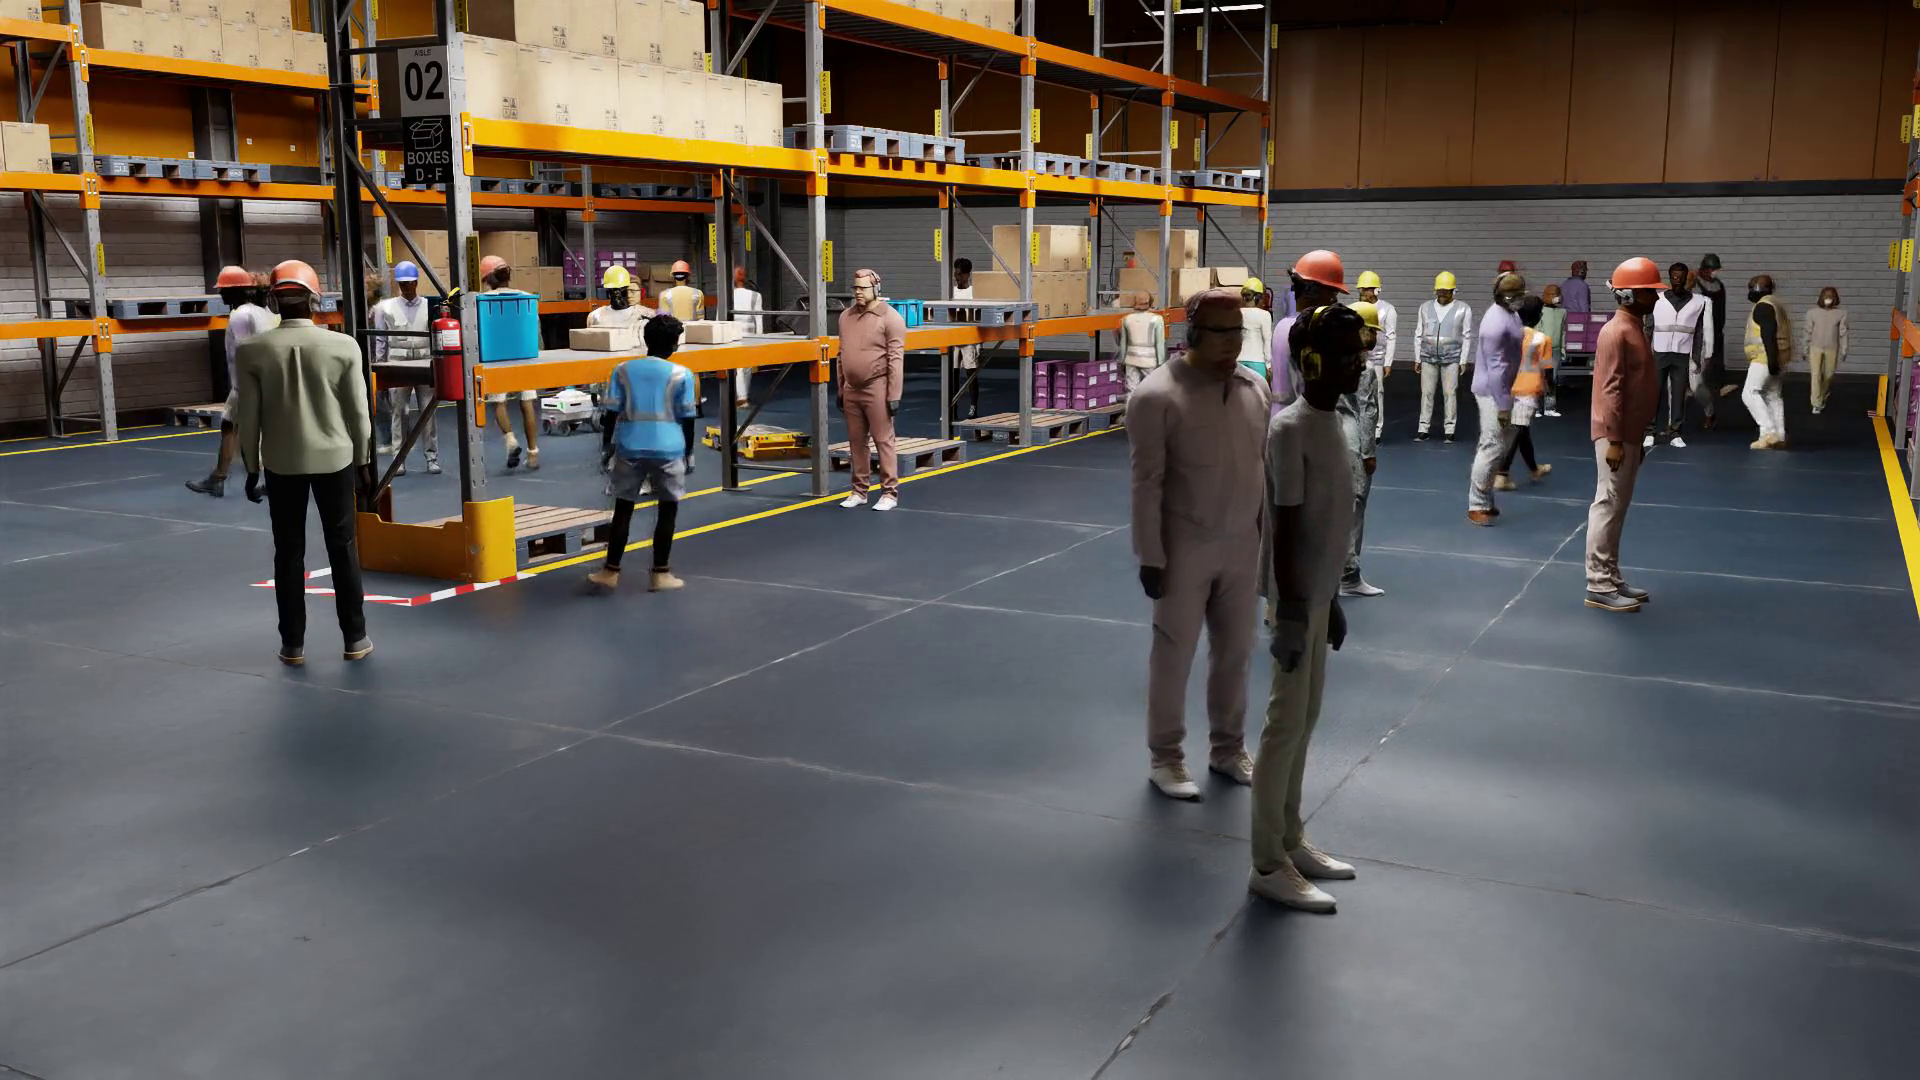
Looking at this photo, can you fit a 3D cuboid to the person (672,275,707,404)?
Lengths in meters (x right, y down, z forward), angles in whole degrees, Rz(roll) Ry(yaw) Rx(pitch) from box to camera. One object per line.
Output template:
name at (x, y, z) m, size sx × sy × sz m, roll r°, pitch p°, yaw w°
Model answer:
person at (-3.769, -2.644, 21.788) m, size 0.595 × 1.863 × 1.063 m, roll 8°, pitch 12°, yaw 37°

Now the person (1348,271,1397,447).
person at (4.241, -1.883, 17.376) m, size 0.600 × 1.832 × 0.404 m, roll 8°, pitch 13°, yaw 39°

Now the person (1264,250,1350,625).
person at (1.844, -0.508, 8.838) m, size 0.391 × 2.034 × 0.605 m, roll -1°, pitch 10°, yaw -7°

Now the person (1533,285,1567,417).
person at (7.272, -2.331, 20.546) m, size 0.507 × 1.632 × 0.272 m, roll -4°, pitch 10°, yaw -20°

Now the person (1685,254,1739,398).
person at (10.452, -2.991, 23.193) m, size 0.703 × 2.000 × 0.974 m, roll -3°, pitch 10°, yaw -14°

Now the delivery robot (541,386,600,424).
delivery robot at (-4.351, -1.502, 18.598) m, size 0.477 × 0.478 × 0.707 m, roll 5°, pitch 11°, yaw 26°

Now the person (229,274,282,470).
person at (-6.502, -1.560, 15.533) m, size 0.429 × 1.830 × 0.639 m, roll 2°, pitch 10°, yaw 14°

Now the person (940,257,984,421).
person at (0.026, -2.386, 19.902) m, size 0.607 × 1.966 × 0.367 m, roll 5°, pitch 11°, yaw 26°

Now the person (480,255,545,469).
person at (-4.167, -1.634, 15.461) m, size 0.709 × 2.001 × 0.572 m, roll -4°, pitch 11°, yaw -21°

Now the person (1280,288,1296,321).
person at (4.665, -2.872, 22.949) m, size 0.559 × 1.895 × 0.976 m, roll 5°, pitch 11°, yaw 25°

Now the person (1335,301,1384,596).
person at (2.333, -0.539, 9.870) m, size 0.304 × 1.739 × 0.485 m, roll -3°, pitch 10°, yaw -18°

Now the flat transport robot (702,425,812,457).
flat transport robot at (-2.069, -1.021, 16.905) m, size 0.652 × 0.197 × 1.431 m, roll -5°, pitch 11°, yaw -28°

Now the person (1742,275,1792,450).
person at (8.309, -1.818, 17.133) m, size 0.548 × 1.795 × 0.659 m, roll 8°, pitch 12°, yaw 38°

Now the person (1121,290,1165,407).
person at (2.018, -1.905, 18.109) m, size 0.546 × 1.609 × 0.700 m, roll 5°, pitch 11°, yaw 27°

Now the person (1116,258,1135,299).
person at (2.666, -3.317, 25.396) m, size 0.659 × 1.946 × 0.869 m, roll -9°, pitch 13°, yaw -42°

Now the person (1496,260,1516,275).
person at (8.842, -3.533, 26.699) m, size 0.655 × 1.921 × 0.547 m, roll 5°, pitch 11°, yaw 26°

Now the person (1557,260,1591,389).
person at (9.182, -3.202, 24.798) m, size 0.401 × 1.910 × 0.642 m, roll -2°, pitch 10°, yaw -12°

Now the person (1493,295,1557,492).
person at (4.879, -1.253, 14.210) m, size 0.863 × 1.652 × 0.552 m, roll -6°, pitch 11°, yaw -29°

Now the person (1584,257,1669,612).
person at (3.784, -0.601, 9.487) m, size 0.375 × 1.995 × 0.611 m, roll 6°, pitch 11°, yaw 31°

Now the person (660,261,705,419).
person at (-3.378, -2.436, 20.306) m, size 0.543 × 1.927 × 0.375 m, roll -2°, pitch 10°, yaw -13°

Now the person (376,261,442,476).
person at (-4.991, -1.557, 15.157) m, size 0.616 × 1.945 × 0.399 m, roll -4°, pitch 11°, yaw -22°

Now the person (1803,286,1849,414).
person at (10.979, -2.417, 21.120) m, size 0.504 × 1.612 × 0.704 m, roll 4°, pitch 11°, yaw 23°

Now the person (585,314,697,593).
person at (-1.895, -0.507, 9.917) m, size 0.676 × 1.663 × 0.404 m, roll 1°, pitch 10°, yaw 5°

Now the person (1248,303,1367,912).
person at (1.102, 0.199, 5.219) m, size 0.331 × 1.872 × 0.513 m, roll 5°, pitch 11°, yaw 27°

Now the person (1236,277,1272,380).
person at (3.031, -1.844, 17.344) m, size 0.522 × 1.769 × 0.311 m, roll 8°, pitch 13°, yaw 38°

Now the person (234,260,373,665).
person at (-3.218, -0.375, 8.205) m, size 0.611 × 1.985 × 0.393 m, roll -3°, pitch 10°, yaw -19°

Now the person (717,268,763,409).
person at (-2.872, -2.631, 21.765) m, size 0.583 × 1.842 × 1.002 m, roll -2°, pitch 10°, yaw -13°

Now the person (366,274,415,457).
person at (-5.750, -1.738, 16.612) m, size 0.627 × 1.810 × 0.620 m, roll -6°, pitch 12°, yaw -32°

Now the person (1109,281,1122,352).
person at (2.436, -2.988, 24.453) m, size 0.596 × 1.602 × 0.364 m, roll -6°, pitch 11°, yaw -30°

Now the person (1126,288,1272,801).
person at (0.927, 0.017, 6.207) m, size 0.648 × 1.898 × 0.398 m, roll -6°, pitch 11°, yaw -30°

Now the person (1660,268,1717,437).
person at (8.126, -2.078, 18.438) m, size 0.826 × 1.859 × 0.636 m, roll -6°, pitch 12°, yaw -33°

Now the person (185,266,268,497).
person at (-6.044, -1.300, 13.780) m, size 0.875 × 1.905 × 0.570 m, roll -1°, pitch 10°, yaw -4°

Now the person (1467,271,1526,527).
person at (4.024, -1.056, 12.451) m, size 0.370 × 1.899 × 0.768 m, roll 4°, pitch 11°, yaw 23°

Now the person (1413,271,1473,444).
person at (5.120, -1.938, 17.708) m, size 0.587 × 1.828 × 0.404 m, roll 5°, pitch 11°, yaw 27°

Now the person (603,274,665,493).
person at (-2.735, -1.312, 14.033) m, size 0.564 × 1.846 × 0.390 m, roll -1°, pitch 10°, yaw -6°

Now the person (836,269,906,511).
person at (-0.730, -1.174, 13.104) m, size 0.635 × 1.899 × 0.402 m, roll 8°, pitch 12°, yaw 38°

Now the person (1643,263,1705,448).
person at (7.431, -1.923, 17.358) m, size 0.587 × 1.920 × 0.392 m, roll 2°, pitch 10°, yaw 13°

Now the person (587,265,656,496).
person at (-2.807, -1.318, 13.873) m, size 0.587 × 1.920 × 0.383 m, roll 0°, pitch 10°, yaw -2°
